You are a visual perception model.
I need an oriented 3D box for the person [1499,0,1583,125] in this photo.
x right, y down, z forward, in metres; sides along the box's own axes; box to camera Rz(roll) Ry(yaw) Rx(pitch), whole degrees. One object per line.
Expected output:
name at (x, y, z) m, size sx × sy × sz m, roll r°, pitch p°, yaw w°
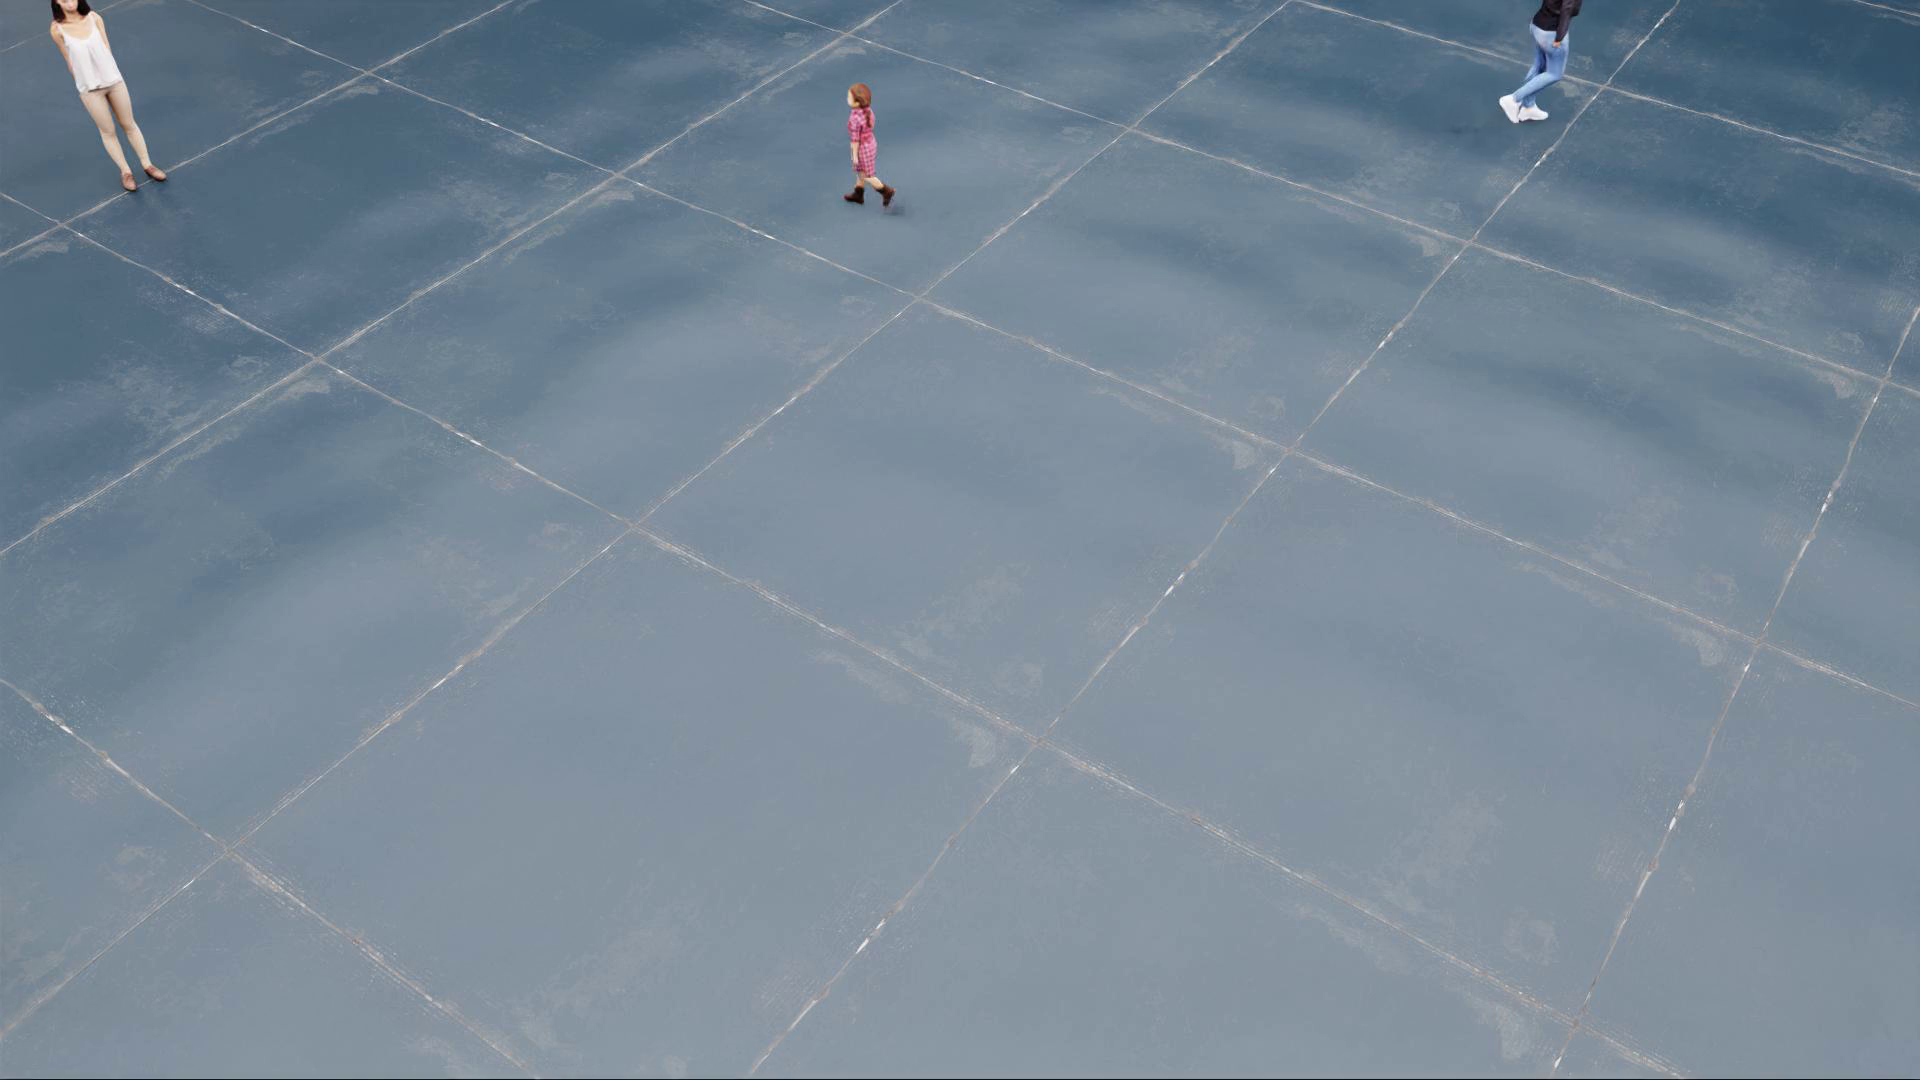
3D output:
person at (4.695, -4.104, 13.425) m, size 0.918 × 1.621 × 0.856 m, roll -6°, pitch 43°, yaw -6°

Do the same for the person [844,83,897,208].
person at (-0.702, -2.987, 12.674) m, size 0.706 × 1.012 × 0.506 m, roll 16°, pitch 45°, yaw 17°

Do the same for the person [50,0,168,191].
person at (-6.618, -3.520, 12.776) m, size 0.584 × 1.653 × 0.655 m, roll 26°, pitch 49°, yaw 25°
